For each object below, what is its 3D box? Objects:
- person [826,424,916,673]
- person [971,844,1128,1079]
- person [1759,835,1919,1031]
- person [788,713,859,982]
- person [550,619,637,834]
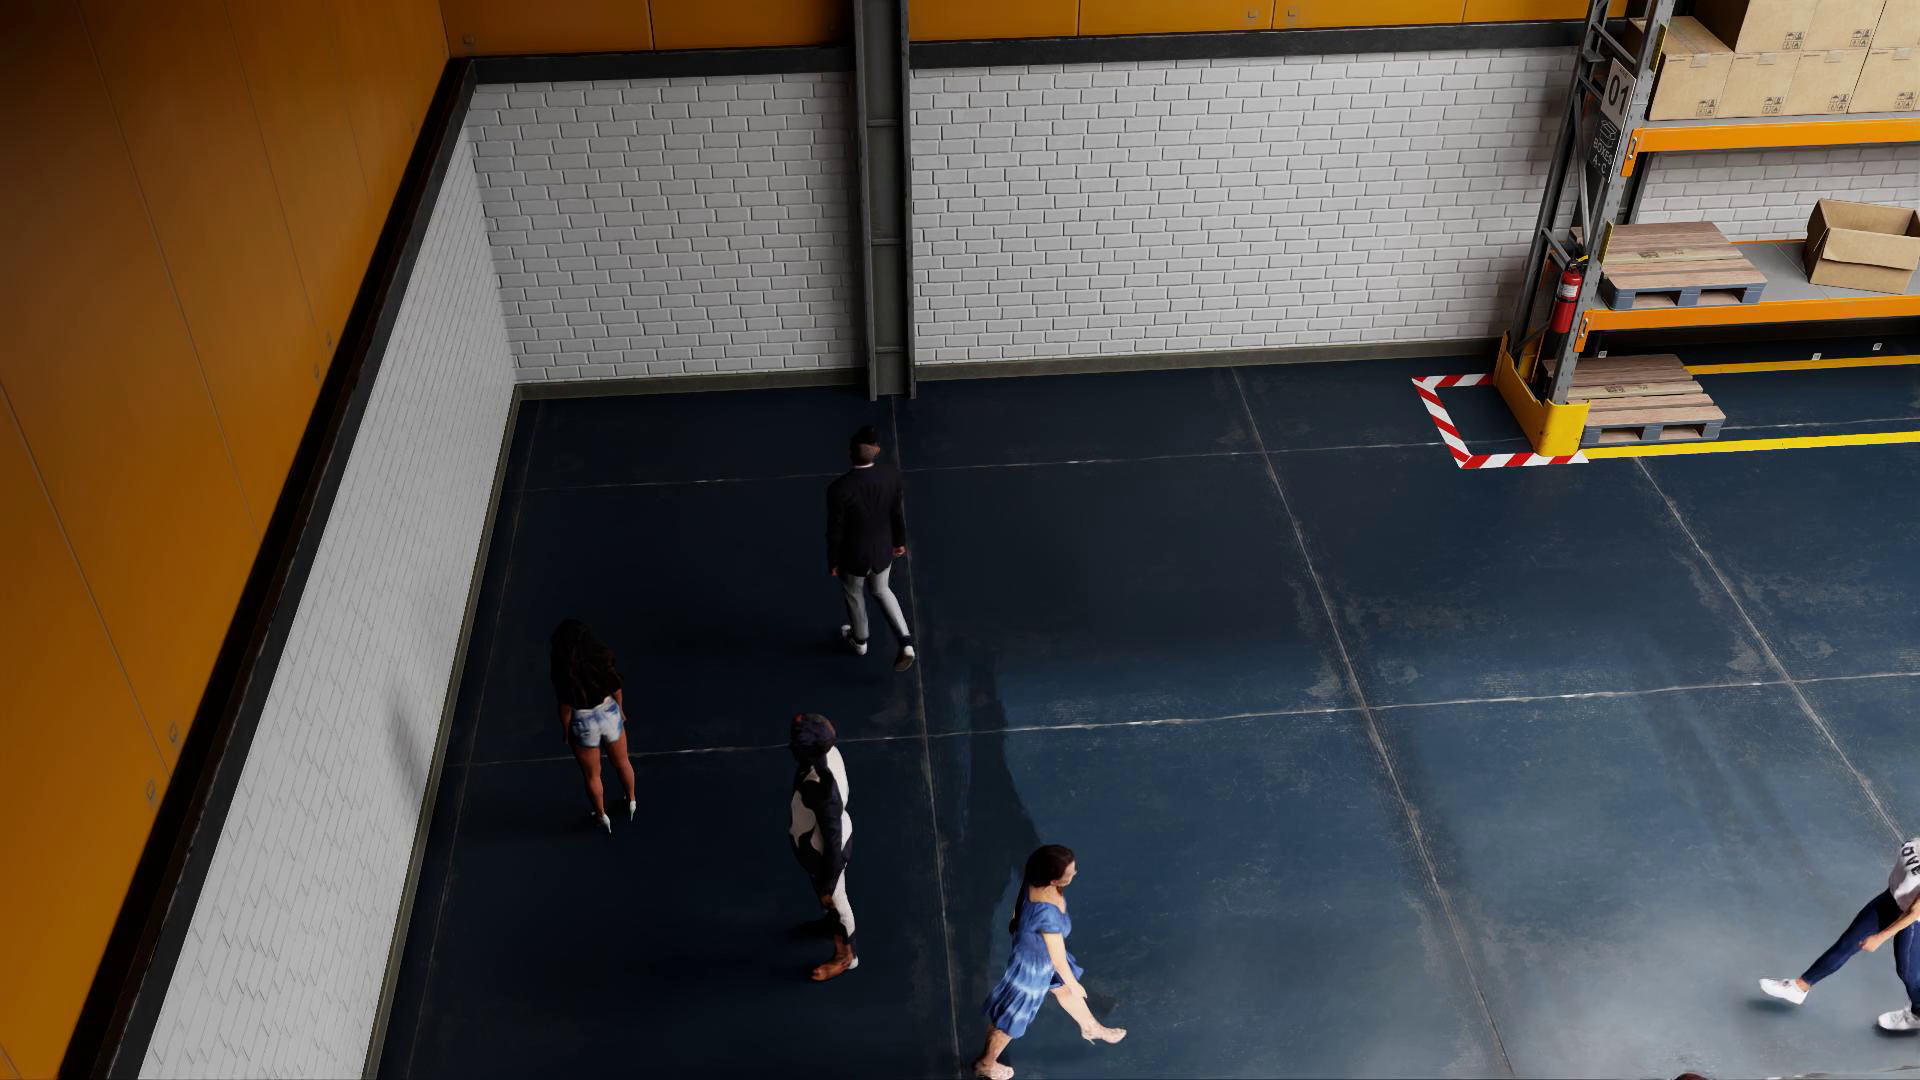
[{"bbox_3d":[-0.571,0.101,11.047,1.098,1.931,1.056,-22,43,-25],"label":"person"},{"bbox_3d":[0.300,2.217,8.537,1.075,1.758,0.631,-3,39,-4],"label":"person"},{"bbox_3d":[5.082,2.039,8.782,1.182,1.728,0.778,5,39,7],"label":"person"},{"bbox_3d":[-0.742,1.670,9.116,0.607,1.890,0.707,-7,39,-8],"label":"person"},{"bbox_3d":[-2.199,1.128,10.012,0.650,1.618,0.727,-22,44,-26],"label":"person"}]
